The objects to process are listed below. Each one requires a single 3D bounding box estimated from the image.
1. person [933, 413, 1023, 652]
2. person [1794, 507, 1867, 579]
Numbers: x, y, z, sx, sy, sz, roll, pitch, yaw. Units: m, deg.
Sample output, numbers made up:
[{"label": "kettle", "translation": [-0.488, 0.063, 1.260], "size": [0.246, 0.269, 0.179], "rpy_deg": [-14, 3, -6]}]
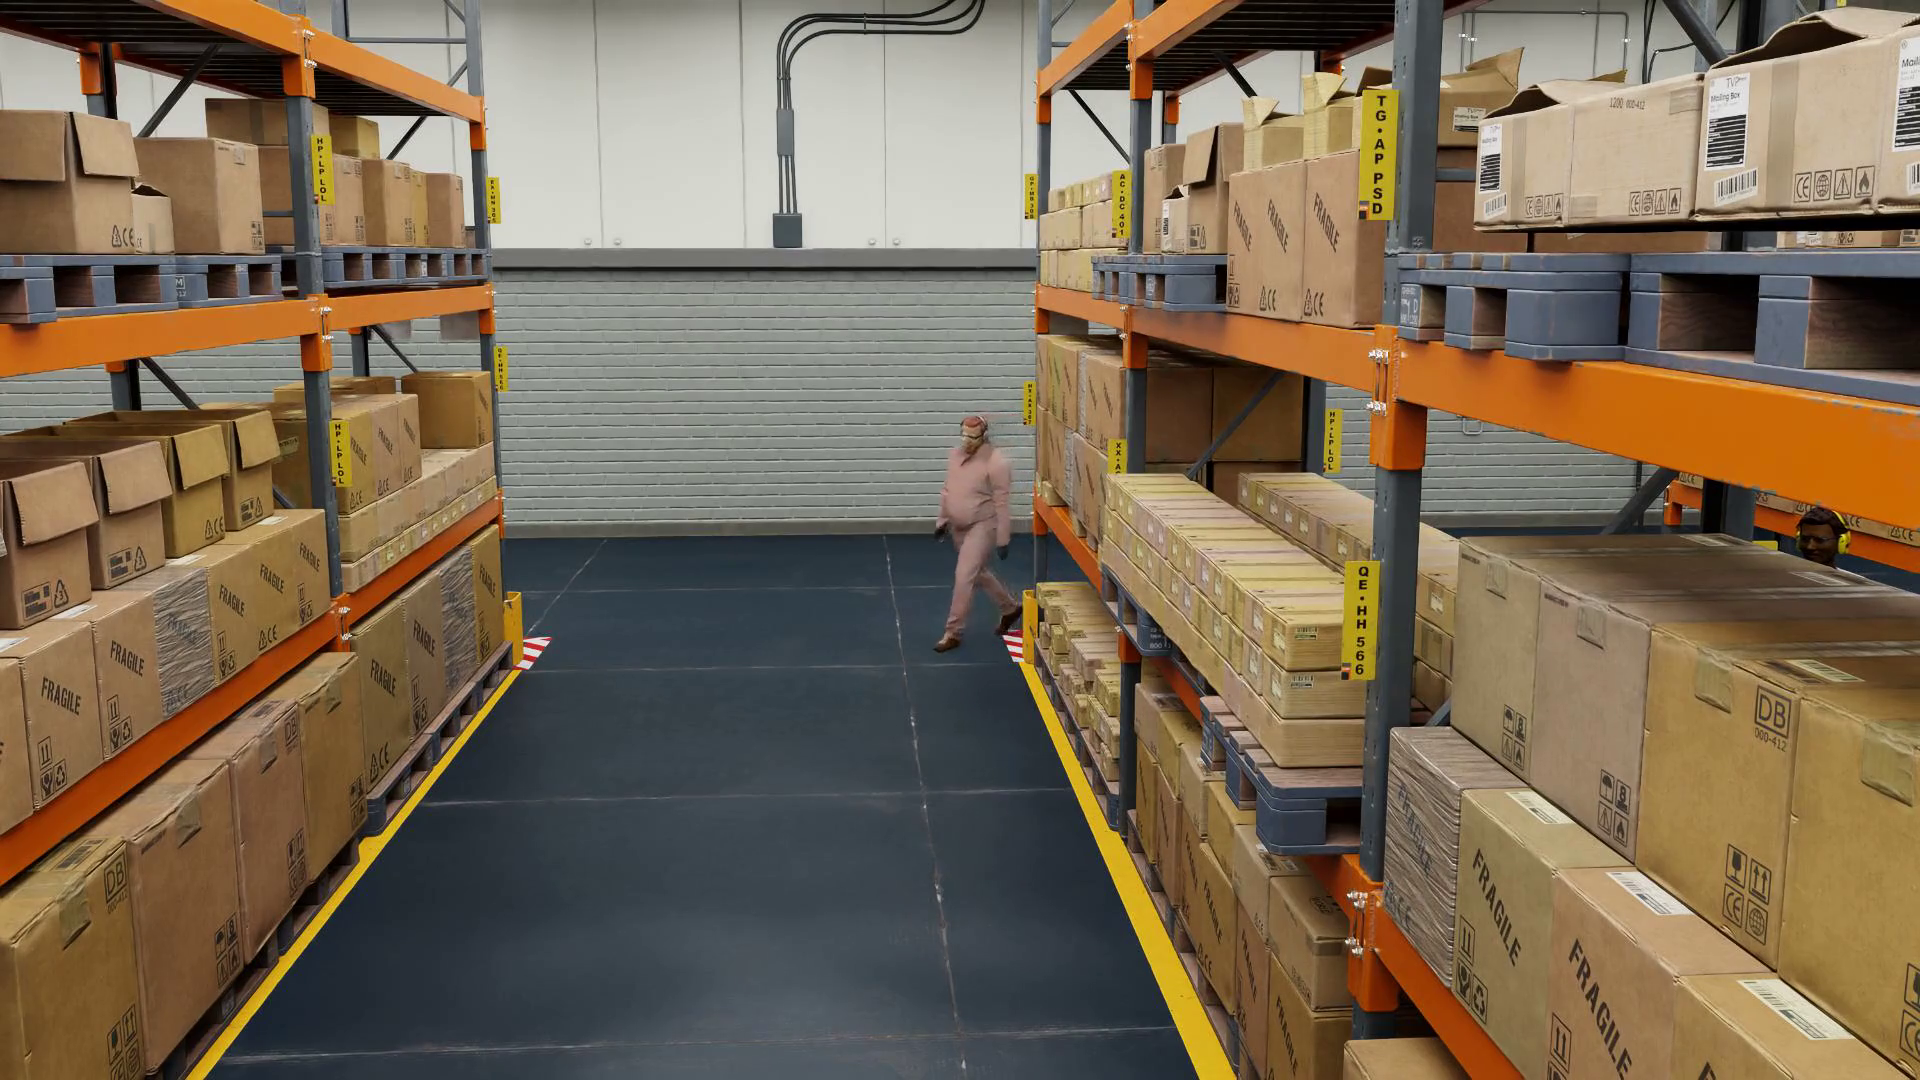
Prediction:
[{"label": "person", "translation": [0.164, -0.089, 13.009], "size": [0.898, 1.859, 0.721], "rpy_deg": [-7, 12, -34]}, {"label": "person", "translation": [4.063, 0.760, 7.972], "size": [0.514, 1.872, 0.328], "rpy_deg": [9, 13, 41]}]
